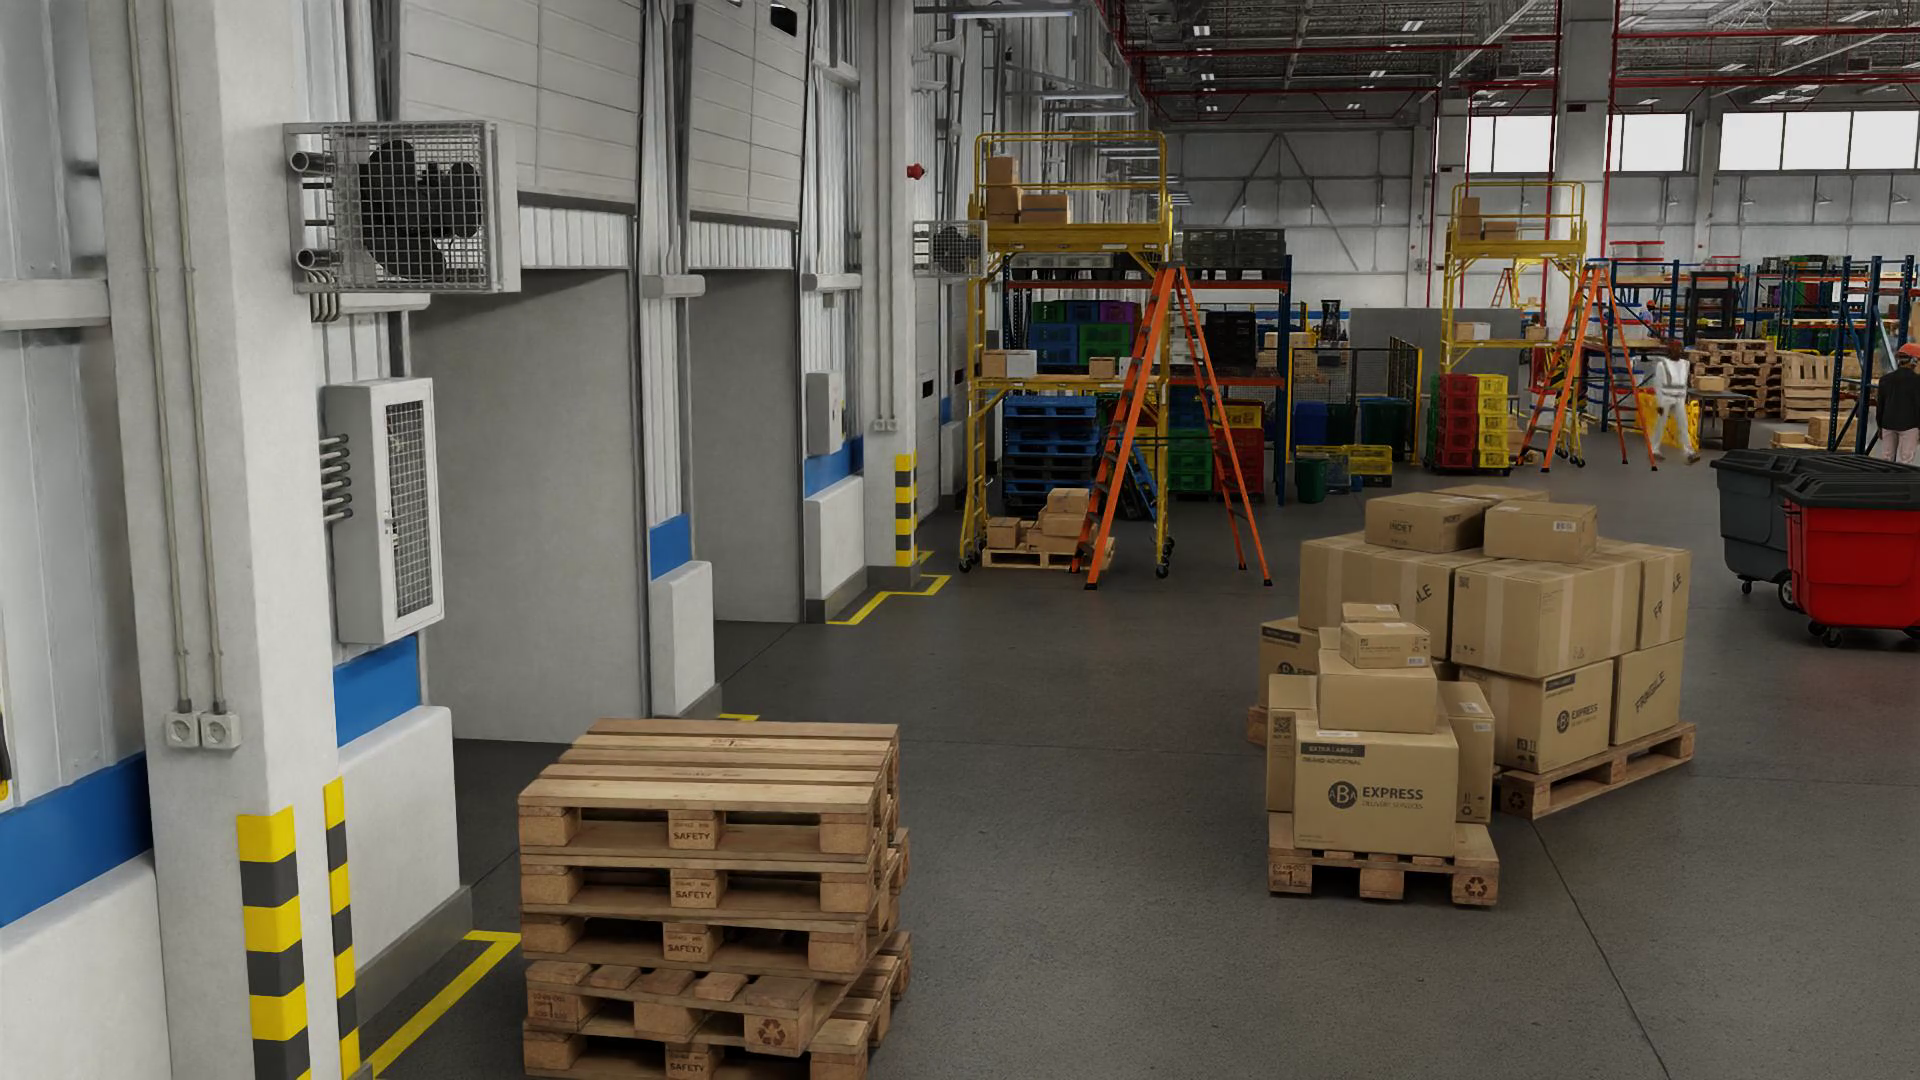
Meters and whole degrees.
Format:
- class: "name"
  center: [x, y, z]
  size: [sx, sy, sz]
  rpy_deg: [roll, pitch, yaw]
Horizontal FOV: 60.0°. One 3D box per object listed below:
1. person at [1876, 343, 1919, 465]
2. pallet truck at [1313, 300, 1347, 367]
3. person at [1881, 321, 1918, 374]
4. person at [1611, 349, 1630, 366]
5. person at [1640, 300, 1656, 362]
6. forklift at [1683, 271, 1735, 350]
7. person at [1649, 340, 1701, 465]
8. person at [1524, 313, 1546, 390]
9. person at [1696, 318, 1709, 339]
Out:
- class: "person"
  center: [11.223, -1.345, 19.808]
  size: [0.387, 1.989, 0.608]
  rpy_deg: [-5, 10, -27]
- class: "pallet truck"
  center: [11.159, -6.200, 49.718]
  size: [0.823, 1.965, 1.885]
  rpy_deg: [4, 10, 26]
- class: "person"
  center: [17.725, -3.182, 31.418]
  size: [0.638, 1.891, 0.966]
  rpy_deg: [5, 10, 26]
- class: "person"
  center: [17.033, -5.037, 42.856]
  size: [0.638, 1.910, 0.916]
  rpy_deg: [0, 9, -2]
- class: "person"
  center: [21.505, -6.528, 51.932]
  size: [0.373, 1.935, 0.552]
  rpy_deg: [5, 11, 30]
- class: "forklift"
  center: [17.391, -4.840, 38.619]
  size: [1.129, 2.768, 1.873]
  rpy_deg: [4, 10, 24]
- class: "person"
  center: [10.533, -2.026, 24.487]
  size: [0.589, 1.826, 0.997]
  rpy_deg: [-2, 10, -15]
- class: "person"
  center: [13.668, -4.467, 39.521]
  size: [0.504, 1.839, 0.344]
  rpy_deg: [-4, 10, -22]
- class: "person"
  center: [17.319, -4.320, 38.909]
  size: [0.295, 1.744, 0.488]
  rpy_deg: [5, 10, 27]
